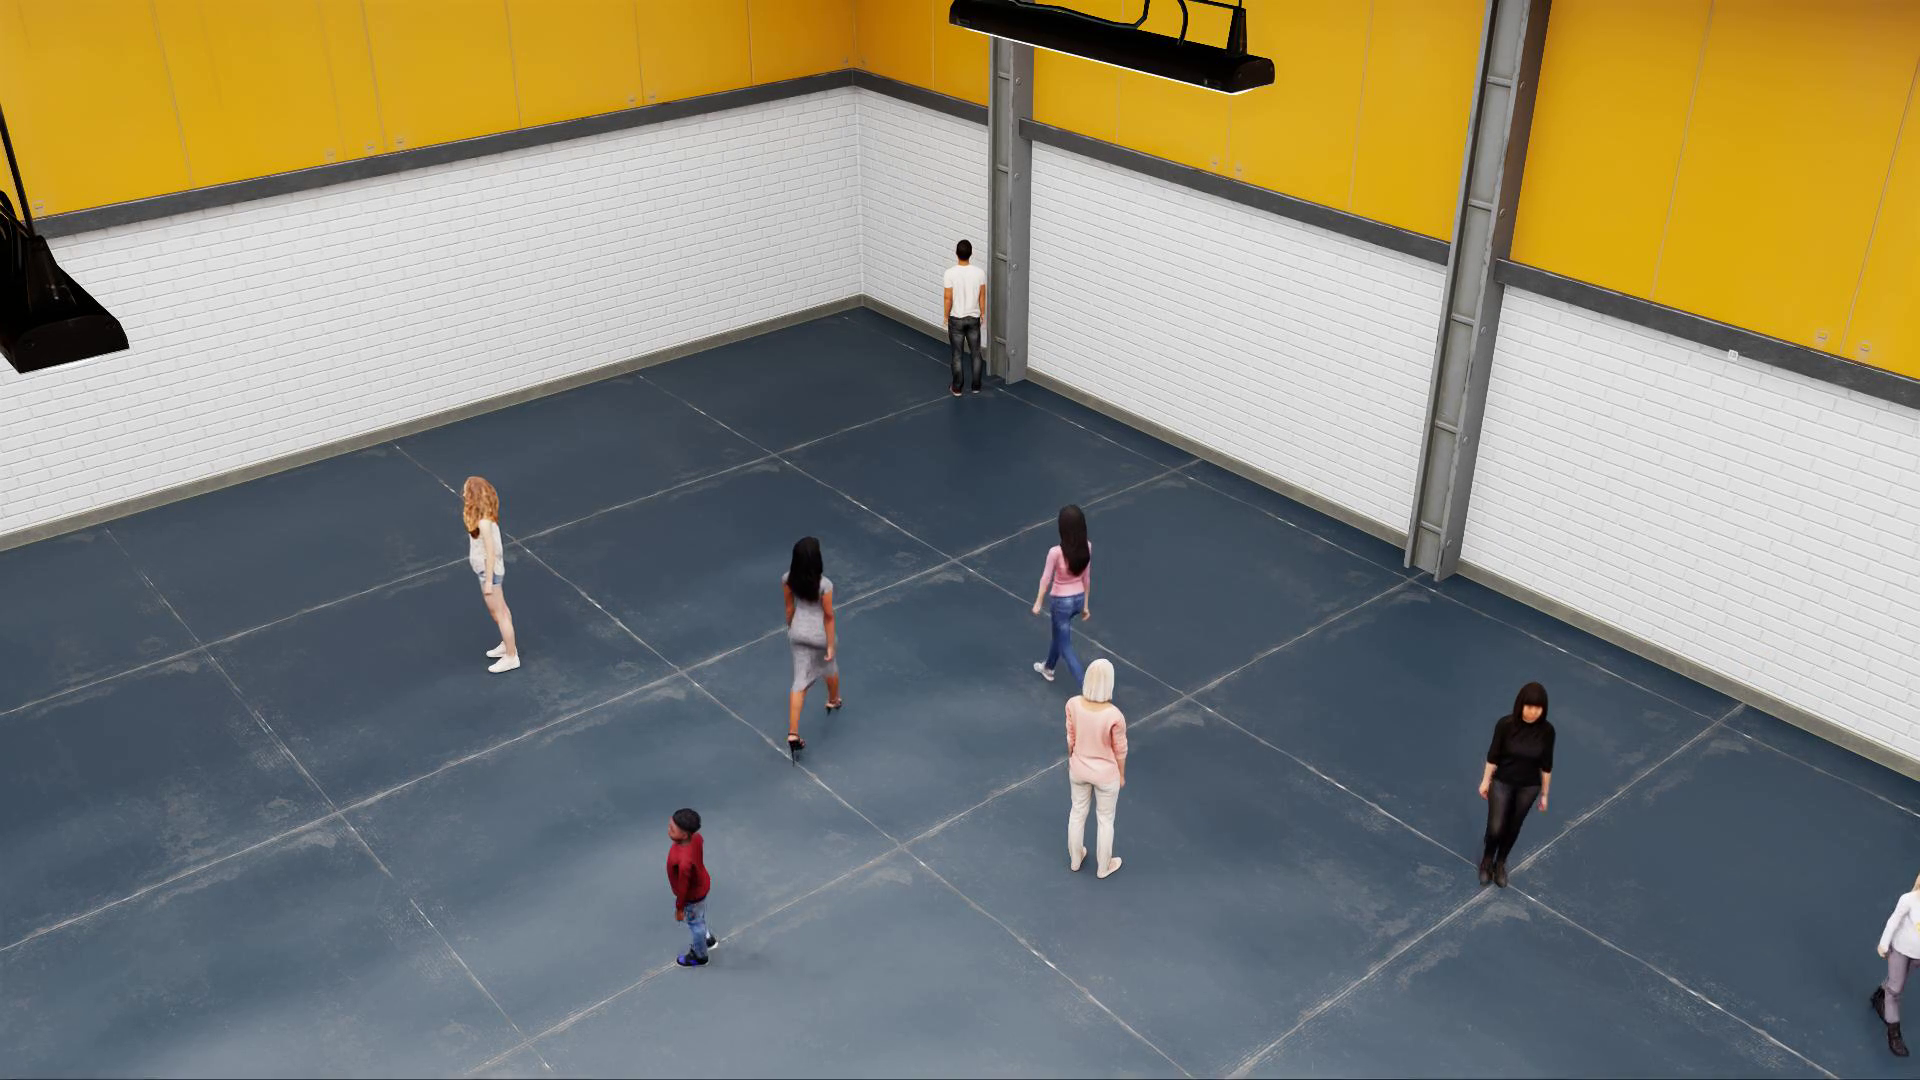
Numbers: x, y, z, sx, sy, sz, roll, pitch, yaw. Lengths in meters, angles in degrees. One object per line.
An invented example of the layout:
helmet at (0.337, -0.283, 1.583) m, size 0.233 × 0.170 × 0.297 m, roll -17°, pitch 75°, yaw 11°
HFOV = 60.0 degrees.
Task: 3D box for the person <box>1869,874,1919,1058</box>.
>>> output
person at (5.817, 2.467, 10.228) m, size 0.810 × 1.257 × 0.888 m, roll 1°, pitch 29°, yaw 2°

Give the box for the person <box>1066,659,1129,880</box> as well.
person at (0.924, 1.562, 11.398) m, size 0.595 × 1.725 × 0.732 m, roll 14°, pitch 31°, yaw 24°

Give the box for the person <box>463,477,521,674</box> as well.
person at (-3.863, 0.271, 13.730) m, size 0.716 × 1.759 × 0.584 m, roll -8°, pitch 30°, yaw -14°

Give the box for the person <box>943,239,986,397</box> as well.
person at (0.051, -2.518, 18.795) m, size 0.715 × 1.804 × 0.705 m, roll -6°, pitch 29°, yaw -11°

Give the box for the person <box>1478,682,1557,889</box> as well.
person at (3.784, 1.621, 11.382) m, size 0.673 × 1.637 × 0.741 m, roll 4°, pitch 29°, yaw 7°

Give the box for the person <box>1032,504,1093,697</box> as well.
person at (0.885, 0.563, 13.248) m, size 0.646 × 1.707 × 1.127 m, roll -18°, pitch 34°, yaw -30°

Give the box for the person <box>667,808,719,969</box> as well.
person at (-1.667, 2.230, 10.671) m, size 0.651 × 1.248 × 0.585 m, roll 1°, pitch 29°, yaw 3°

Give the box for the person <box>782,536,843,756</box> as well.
person at (-1.178, 0.828, 12.730) m, size 1.113 × 1.739 × 1.037 m, roll 9°, pitch 30°, yaw 16°
